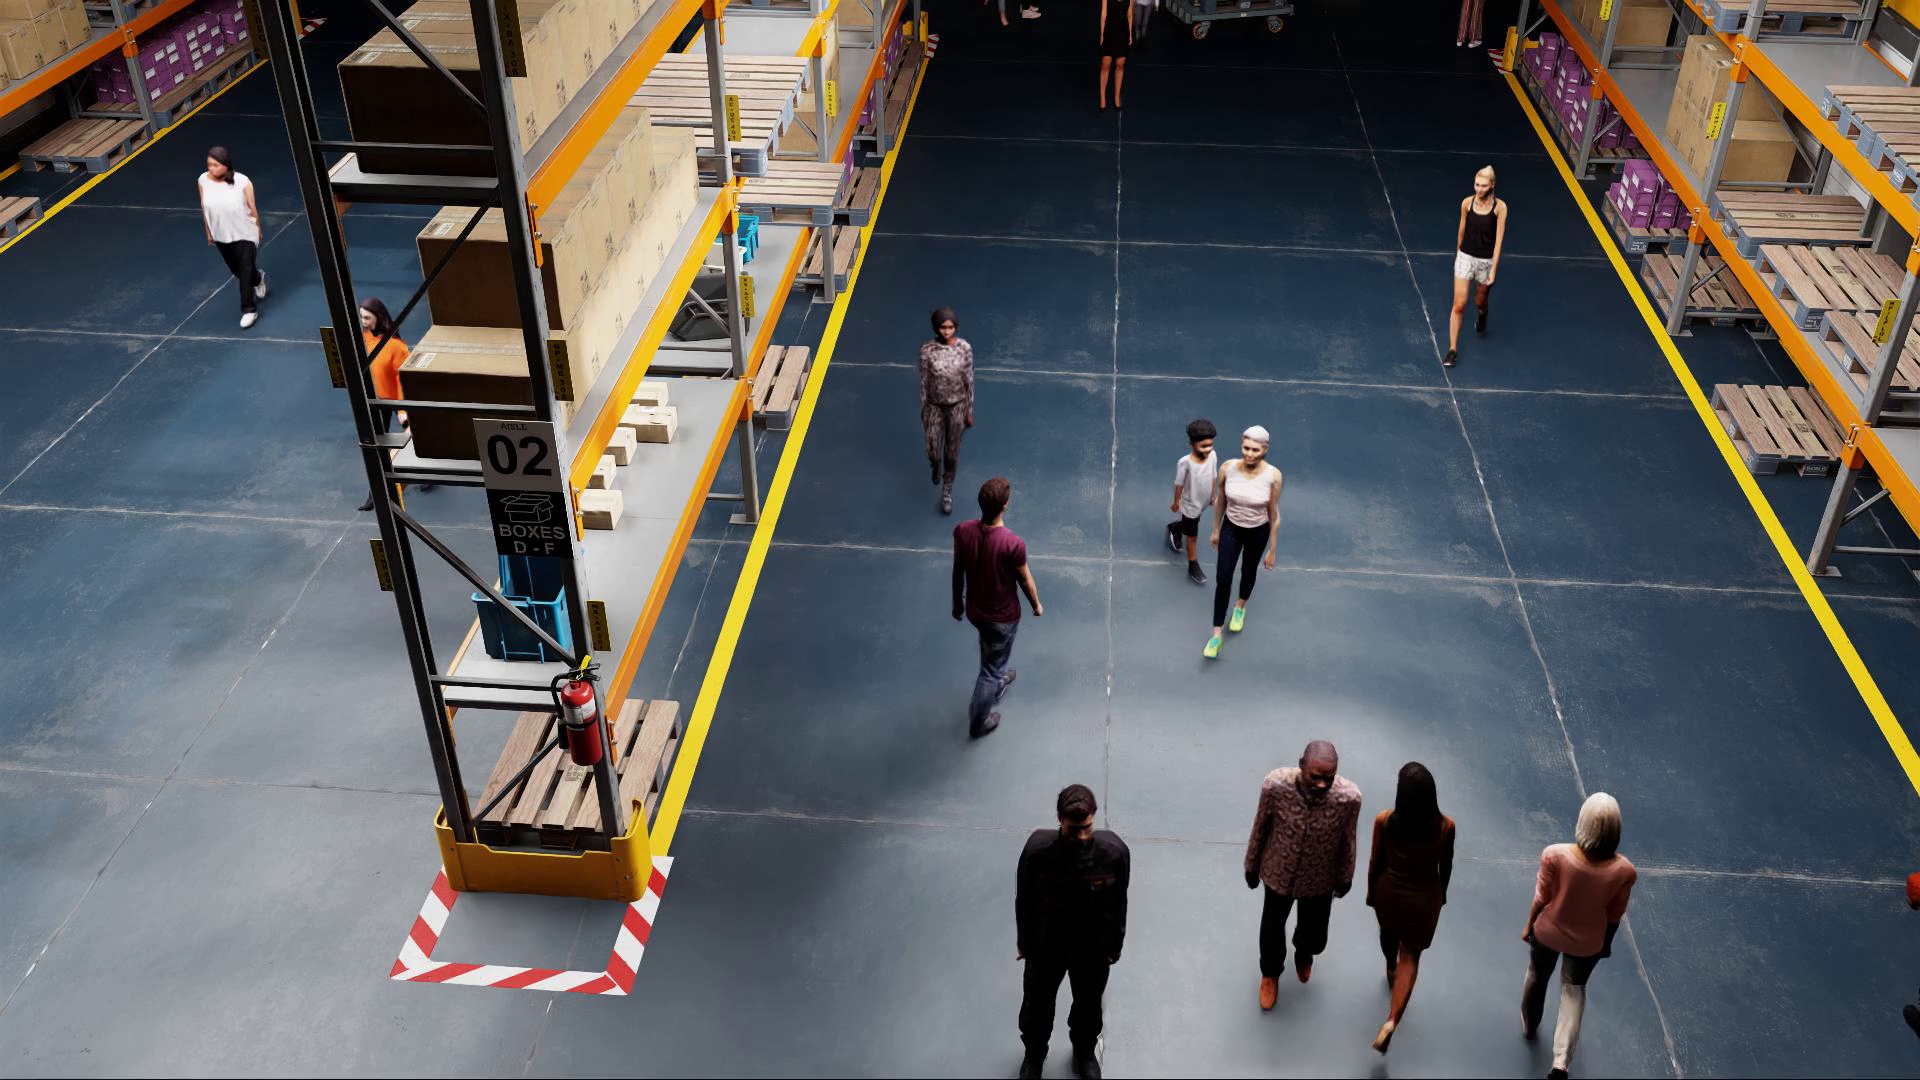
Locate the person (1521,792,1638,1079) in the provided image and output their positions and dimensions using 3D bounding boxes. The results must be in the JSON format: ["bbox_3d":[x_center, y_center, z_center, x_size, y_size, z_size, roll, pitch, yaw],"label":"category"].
[{"bbox_3d":[3.038,2.010,8.291,0.704,1.709,0.948,9,35,13],"label":"person"}]

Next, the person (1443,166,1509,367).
[{"bbox_3d":[4.709,-2.540,15.044,0.895,1.809,1.229,16,37,22],"label":"person"}]

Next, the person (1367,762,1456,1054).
[{"bbox_3d":[2.277,1.896,8.510,0.737,1.654,1.098,11,35,16],"label":"person"}]

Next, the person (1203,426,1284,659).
[{"bbox_3d":[1.980,-0.082,11.464,0.759,1.680,1.022,10,35,14],"label":"person"}]

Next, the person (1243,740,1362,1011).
[{"bbox_3d":[1.793,1.670,8.730,0.777,1.788,0.773,9,35,13],"label":"person"}]

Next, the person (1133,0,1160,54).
[{"bbox_3d":[2.510,-7.390,22.830,0.623,1.269,0.743,-6,34,-9],"label":"person"}]

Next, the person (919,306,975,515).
[{"bbox_3d":[-0.106,-1.037,12.881,0.629,1.702,0.778,-2,34,-2],"label":"person"}]

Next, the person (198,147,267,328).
[{"bbox_3d":[-6.855,-2.926,15.758,0.664,1.663,1.018,3,34,5],"label":"person"}]

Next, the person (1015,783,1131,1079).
[{"bbox_3d":[0.542,1.940,8.183,0.723,1.944,0.612,0,34,-1],"label":"person"}]

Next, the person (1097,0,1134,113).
[{"bbox_3d":[1.923,-6.197,20.524,0.629,1.834,0.600,-5,34,-7],"label":"person"}]

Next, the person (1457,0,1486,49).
[{"bbox_3d":[7.100,-7.598,22.877,0.635,1.563,0.661,21,39,28],"label":"person"}]

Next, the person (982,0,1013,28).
[{"bbox_3d":[0.557,-8.187,23.684,0.995,1.652,1.014,-28,43,-35],"label":"person"}]

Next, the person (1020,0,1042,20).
[{"bbox_3d":[1.006,-8.493,24.000,0.742,1.810,0.589,-3,34,-4],"label":"person"}]

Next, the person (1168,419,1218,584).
[{"bbox_3d":[1.705,-0.357,12.274,0.742,1.241,0.931,-14,36,-20],"label":"person"}]

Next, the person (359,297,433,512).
[{"bbox_3d":[-4.356,-1.120,12.989,0.850,1.721,1.099,13,36,19],"label":"person"}]

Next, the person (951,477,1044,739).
[{"bbox_3d":[0.154,0.481,10.487,0.935,1.824,1.051,23,40,31],"label":"person"}]
